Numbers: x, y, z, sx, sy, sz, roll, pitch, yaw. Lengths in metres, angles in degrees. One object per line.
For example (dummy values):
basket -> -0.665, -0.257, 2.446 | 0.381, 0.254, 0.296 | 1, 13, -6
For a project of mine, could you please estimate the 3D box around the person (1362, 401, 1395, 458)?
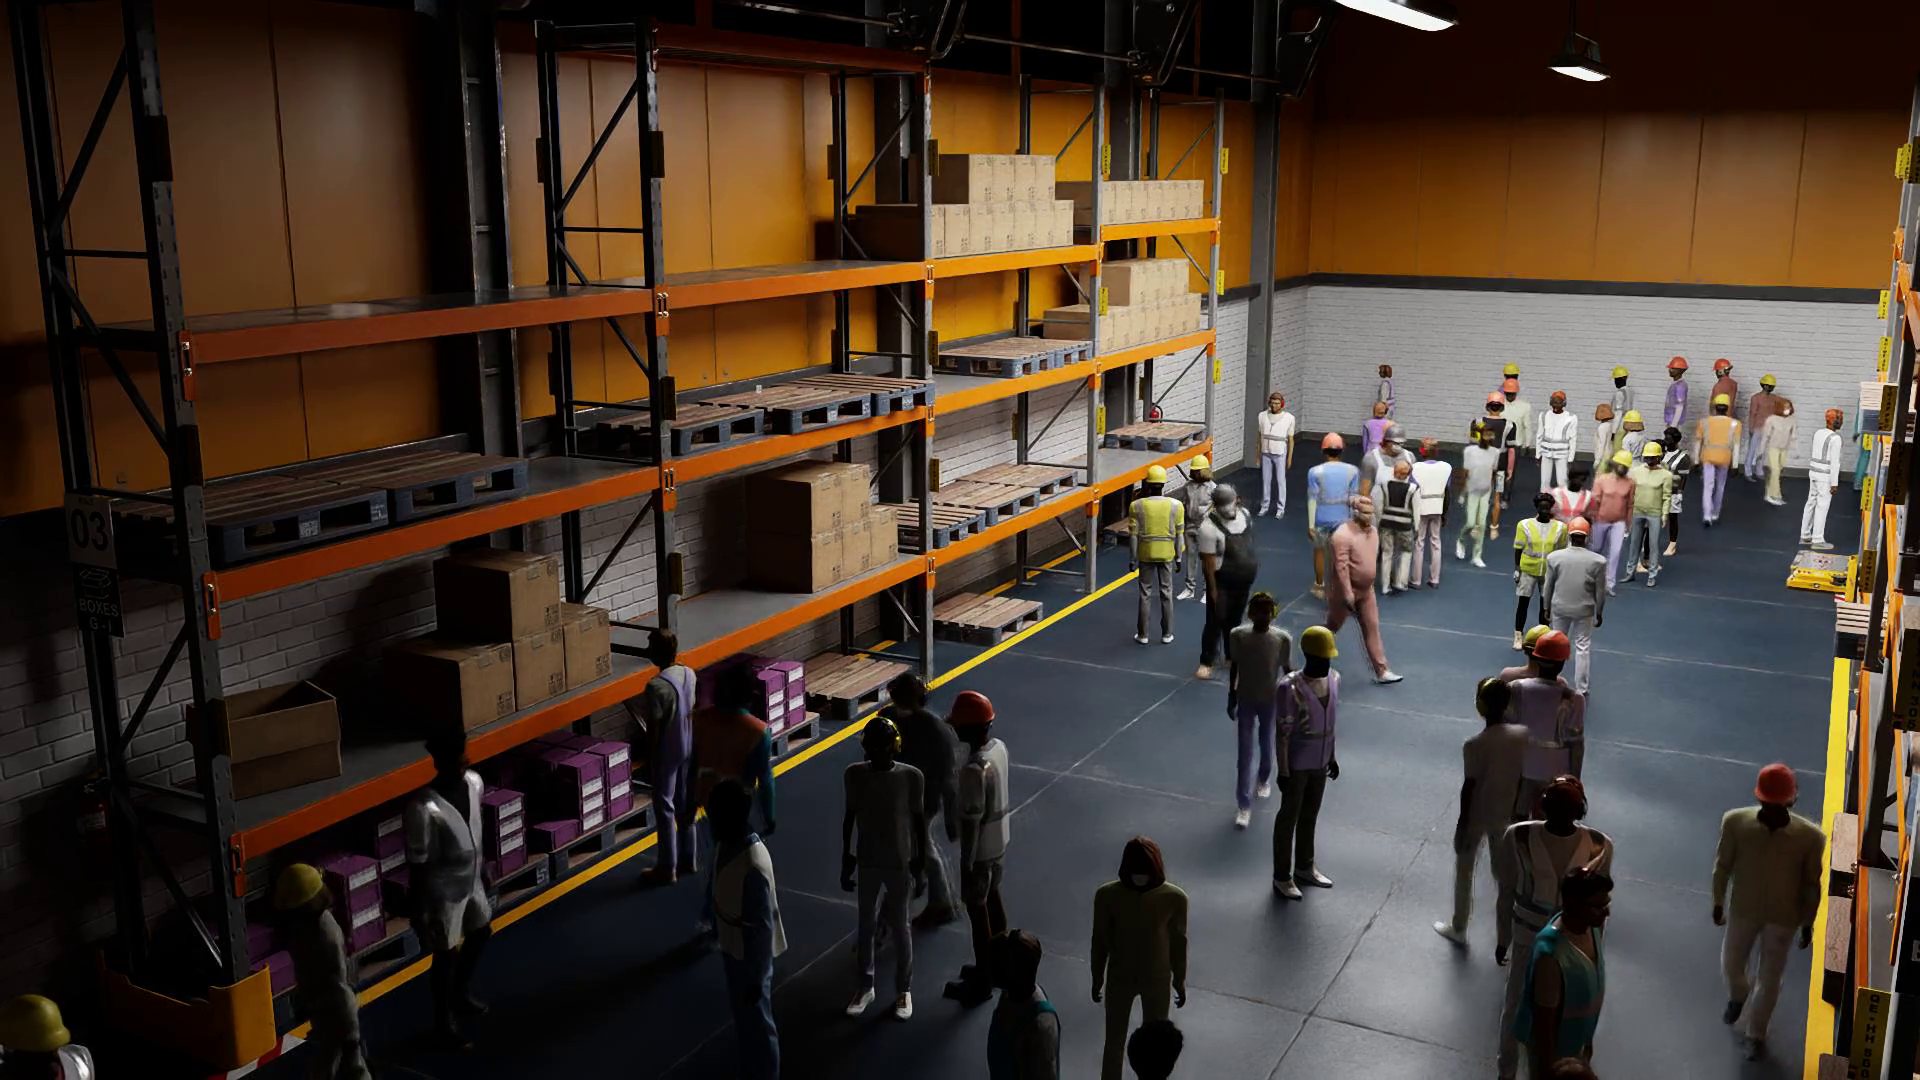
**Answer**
person -> 6.169, -1.225, 24.499 | 0.514, 1.641, 0.307 | 8, 15, 31

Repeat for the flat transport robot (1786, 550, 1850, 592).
flat transport robot -> 10.601, 0.372, 20.438 | 0.652, 0.197, 1.431 | 8, 15, 31

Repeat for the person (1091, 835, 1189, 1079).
person -> 0.935, 2.310, 8.684 | 0.504, 1.632, 0.270 | 1, 13, 5

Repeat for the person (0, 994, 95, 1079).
person -> -3.655, 2.663, 6.677 | 0.403, 1.825, 0.592 | 5, 14, 23

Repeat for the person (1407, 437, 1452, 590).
person -> 5.596, -0.309, 19.938 | 0.575, 1.841, 0.374 | -3, 13, -13

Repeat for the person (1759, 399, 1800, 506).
person -> 12.336, -1.306, 24.923 | 0.526, 1.596, 0.777 | -2, 13, -7

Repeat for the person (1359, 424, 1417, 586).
person -> 5.151, -0.416, 19.971 | 0.698, 2.000, 0.536 | -1, 13, -4

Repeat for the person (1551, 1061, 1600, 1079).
person -> 2.414, 2.790, 6.661 | 0.514, 1.582, 0.880 | 1, 13, 4

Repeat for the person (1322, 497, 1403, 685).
person -> 3.898, 0.499, 16.306 | 0.659, 1.855, 1.017 | -8, 15, -33

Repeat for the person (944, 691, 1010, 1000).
person -> 0.099, 1.844, 10.112 | 0.386, 1.929, 0.543 | 5, 13, 20

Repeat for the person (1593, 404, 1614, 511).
person -> 9.364, -1.179, 24.305 | 0.276, 1.633, 0.507 | 8, 15, 32

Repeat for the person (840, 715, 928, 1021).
person -> -0.454, 1.932, 9.847 | 0.535, 1.869, 0.314 | 2, 13, 9

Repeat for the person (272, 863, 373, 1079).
person -> -3.219, 2.380, 8.215 | 0.722, 1.701, 0.562 | -8, 15, -31

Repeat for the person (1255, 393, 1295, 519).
person -> 4.561, -1.226, 24.068 | 0.560, 1.836, 0.394 | 9, 15, 34

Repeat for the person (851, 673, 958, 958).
person -> -0.361, 1.733, 10.729 | 1.016, 1.869, 0.721 | -11, 17, -41

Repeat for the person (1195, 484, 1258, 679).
person -> 2.716, 0.354, 16.525 | 0.808, 2.000, 0.533 | -11, 17, -40

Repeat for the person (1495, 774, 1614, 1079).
person -> 3.151, 2.138, 8.888 | 0.575, 1.886, 0.362 | 2, 13, 11

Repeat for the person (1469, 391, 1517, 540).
person -> 7.236, -1.011, 22.673 | 0.611, 2.030, 0.410 | 4, 13, 15

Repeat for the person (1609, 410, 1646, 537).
person -> 9.219, -0.919, 22.913 | 0.485, 1.737, 0.321 | -9, 16, -35

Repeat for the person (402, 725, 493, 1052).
person -> -2.915, 1.965, 9.533 | 0.460, 1.940, 0.656 | 5, 13, 20

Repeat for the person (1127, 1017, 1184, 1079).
person -> 0.764, 2.724, 6.690 | 0.540, 1.695, 0.317 | 5, 14, 23

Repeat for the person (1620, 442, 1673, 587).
person -> 8.324, -0.317, 20.148 | 0.522, 1.769, 0.310 | 11, 16, 40

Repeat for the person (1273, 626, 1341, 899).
person -> 2.430, 1.520, 11.562 | 0.590, 1.926, 0.388 | -9, 15, -35

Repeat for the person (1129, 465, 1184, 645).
person -> 2.071, 0.162, 17.636 | 0.587, 1.930, 0.359 | 0, 13, -1

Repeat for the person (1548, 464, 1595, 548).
person -> 7.033, -0.072, 19.250 | 0.548, 1.669, 0.435 | 3, 13, 12

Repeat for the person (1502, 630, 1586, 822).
person -> 3.974, 1.559, 11.365 | 0.551, 1.935, 0.375 | 8, 15, 33

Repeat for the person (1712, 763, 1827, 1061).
person -> 4.582, 2.083, 9.473 | 0.566, 1.737, 0.421 | 8, 15, 32

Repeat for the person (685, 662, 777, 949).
person -> -1.479, 1.720, 10.755 | 0.624, 1.881, 0.475 | 8, 15, 30

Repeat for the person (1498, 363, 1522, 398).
person -> 8.832, -1.900, 26.865 | 0.354, 1.929, 0.594 | 5, 13, 19

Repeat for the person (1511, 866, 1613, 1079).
person -> 2.820, 2.392, 7.873 | 0.388, 1.837, 0.560 | 9, 16, 36

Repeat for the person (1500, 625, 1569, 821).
person -> 4.163, 1.479, 12.110 | 0.525, 1.769, 0.309 | 10, 16, 38

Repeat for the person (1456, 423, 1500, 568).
person -> 6.583, -0.587, 21.157 | 0.552, 1.854, 0.457 | -2, 13, -8

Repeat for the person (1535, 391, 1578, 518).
person -> 8.550, -1.210, 23.898 | 0.576, 1.880, 0.352 | 10, 16, 39

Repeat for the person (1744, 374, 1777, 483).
person -> 12.939, -1.802, 26.813 | 0.524, 1.762, 0.340 | -5, 13, -20

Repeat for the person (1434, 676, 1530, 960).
person -> 3.393, 1.771, 10.627 | 0.561, 1.859, 0.628 | -4, 13, -19

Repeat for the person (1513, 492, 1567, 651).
person -> 6.052, 0.332, 17.400 | 0.535, 1.697, 0.318 | 2, 13, 8

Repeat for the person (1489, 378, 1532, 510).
person -> 8.233, -1.475, 24.937 | 0.666, 1.959, 0.898 | 7, 14, 28

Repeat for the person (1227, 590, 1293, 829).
person -> 2.353, 1.256, 13.032 | 0.520, 1.821, 1.008 | 3, 13, 12

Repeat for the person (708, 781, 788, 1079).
person -> -1.117, 2.161, 8.714 | 0.397, 1.917, 0.590 | -5, 14, -22

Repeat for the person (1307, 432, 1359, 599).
person -> 4.322, -0.232, 19.219 | 0.617, 2.019, 0.872 | -1, 13, -5

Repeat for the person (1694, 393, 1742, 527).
person -> 10.724, -1.137, 23.570 | 0.586, 1.878, 0.986 | 6, 14, 24

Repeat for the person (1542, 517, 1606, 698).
person -> 5.870, 0.641, 15.911 | 0.569, 1.744, 0.350 | 7, 15, 30

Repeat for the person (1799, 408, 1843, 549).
person -> 11.506, -0.819, 22.158 | 0.354, 1.876, 0.574 | -1, 13, -2

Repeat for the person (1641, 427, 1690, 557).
person -> 9.239, -0.638, 21.739 | 0.318, 1.699, 0.535 | -9, 15, -34

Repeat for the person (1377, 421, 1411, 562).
person -> 5.405, -0.556, 20.974 | 0.549, 1.889, 1.014 | 4, 13, 19

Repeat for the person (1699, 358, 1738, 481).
person -> 12.306, -1.948, 26.946 | 0.608, 1.989, 0.386 | -10, 16, -39

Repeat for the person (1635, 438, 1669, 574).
person -> 8.658, -0.430, 20.813 | 0.533, 1.697, 0.318 | -8, 15, -32

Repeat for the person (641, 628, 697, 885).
person -> -2.055, 1.520, 11.780 | 0.353, 1.835, 0.518 | 6, 14, 26

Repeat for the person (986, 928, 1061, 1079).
person -> 0.263, 2.536, 7.206 | 0.351, 1.842, 0.507 | -3, 13, -15

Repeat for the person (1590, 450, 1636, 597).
person -> 7.770, -0.238, 19.890 | 0.544, 1.718, 0.787 | 2, 13, 7

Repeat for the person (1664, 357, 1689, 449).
person -> 11.444, -1.921, 26.696 | 0.362, 2.048, 0.610 | 4, 13, 17

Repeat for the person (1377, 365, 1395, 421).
person -> 7.459, -2.261, 29.168 | 0.319, 1.631, 0.514 | 5, 13, 20

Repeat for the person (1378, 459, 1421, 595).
person -> 5.198, -0.148, 19.721 | 0.547, 1.619, 0.476 | 7, 15, 30

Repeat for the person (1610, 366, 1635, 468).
person -> 10.474, -1.802, 26.457 | 0.382, 1.917, 0.585 | 10, 16, 39

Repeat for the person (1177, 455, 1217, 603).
person -> 2.785, -0.130, 19.364 | 0.488, 1.743, 0.321 | 10, 16, 38
